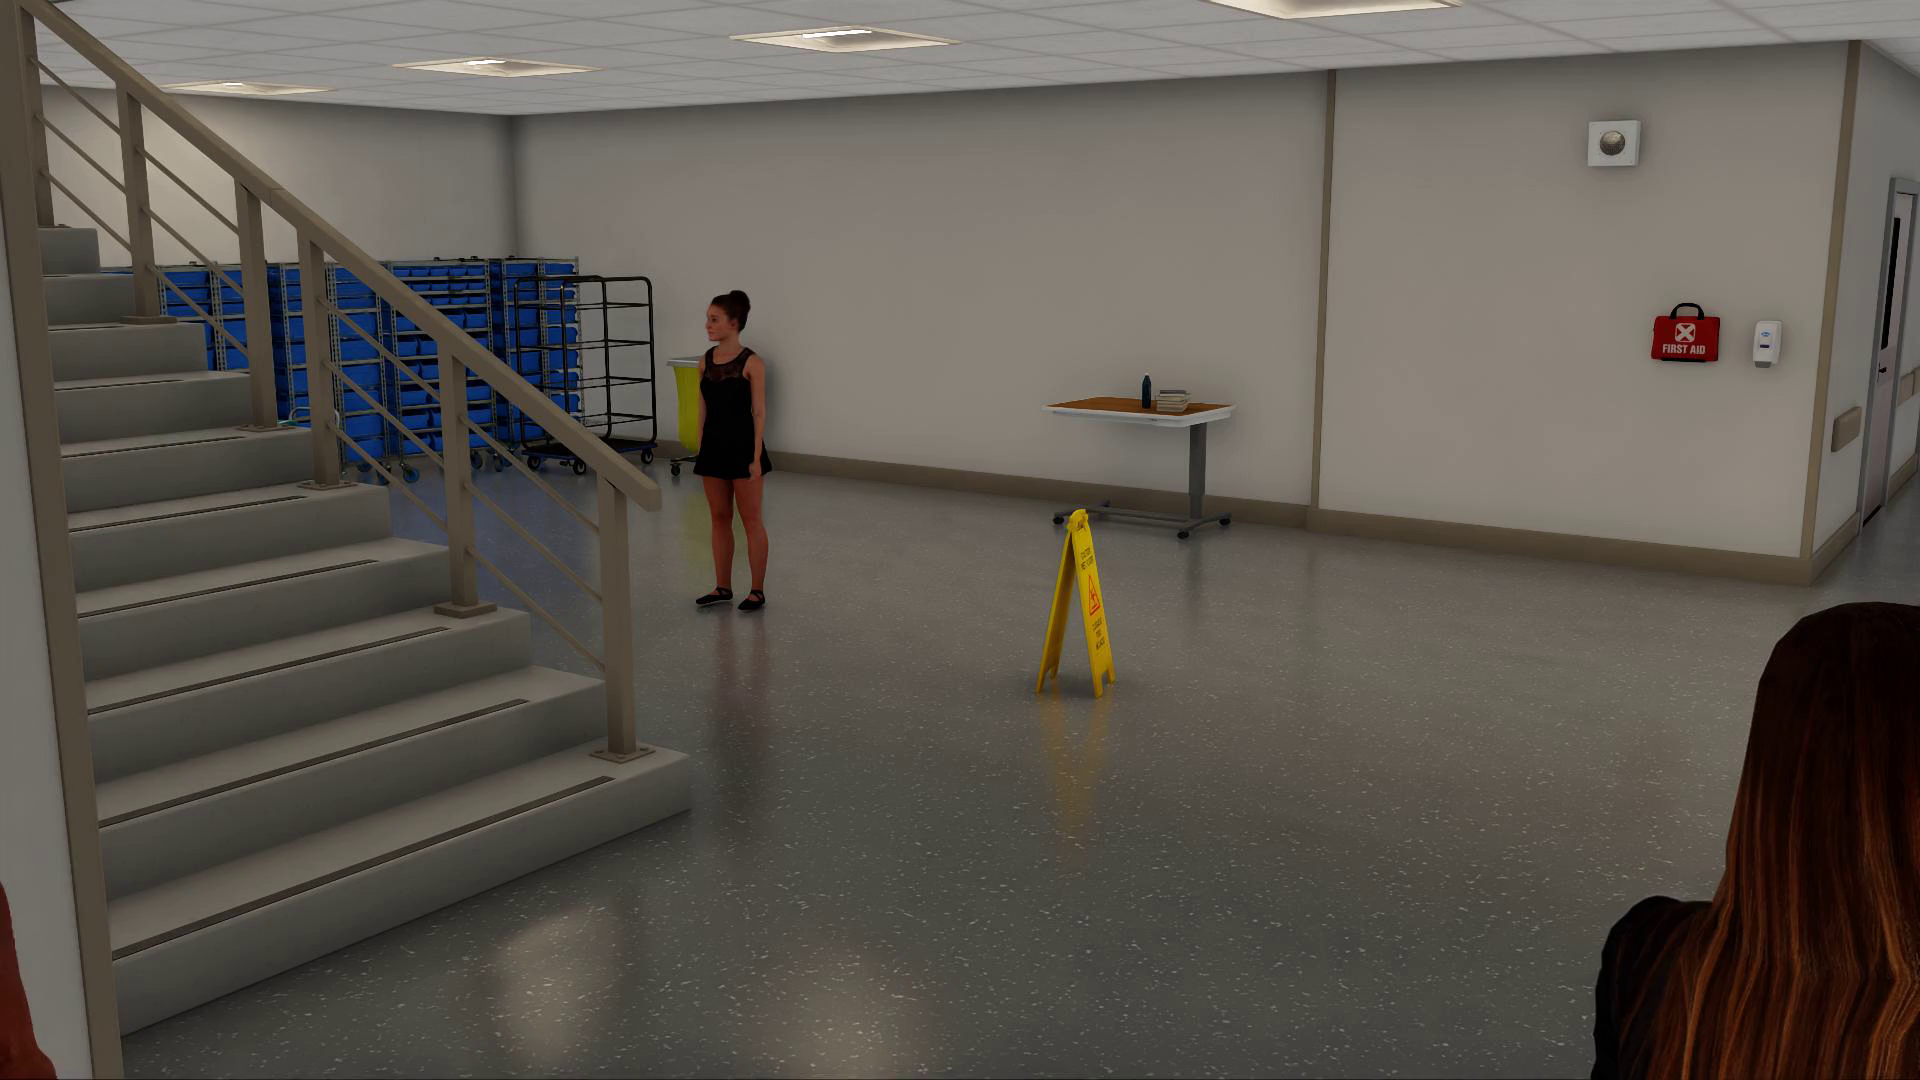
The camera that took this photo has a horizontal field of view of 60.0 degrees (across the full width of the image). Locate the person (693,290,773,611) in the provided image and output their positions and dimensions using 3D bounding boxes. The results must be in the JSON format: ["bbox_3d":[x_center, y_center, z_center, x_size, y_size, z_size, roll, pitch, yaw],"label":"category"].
[{"bbox_3d":[-1.196,-0.471,8.785,0.521,1.677,0.656,6,12,29],"label":"person"}]

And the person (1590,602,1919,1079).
[{"bbox_3d":[0.724,0.897,1.482,0.733,1.713,0.595,-7,13,-31],"label":"person"}]
